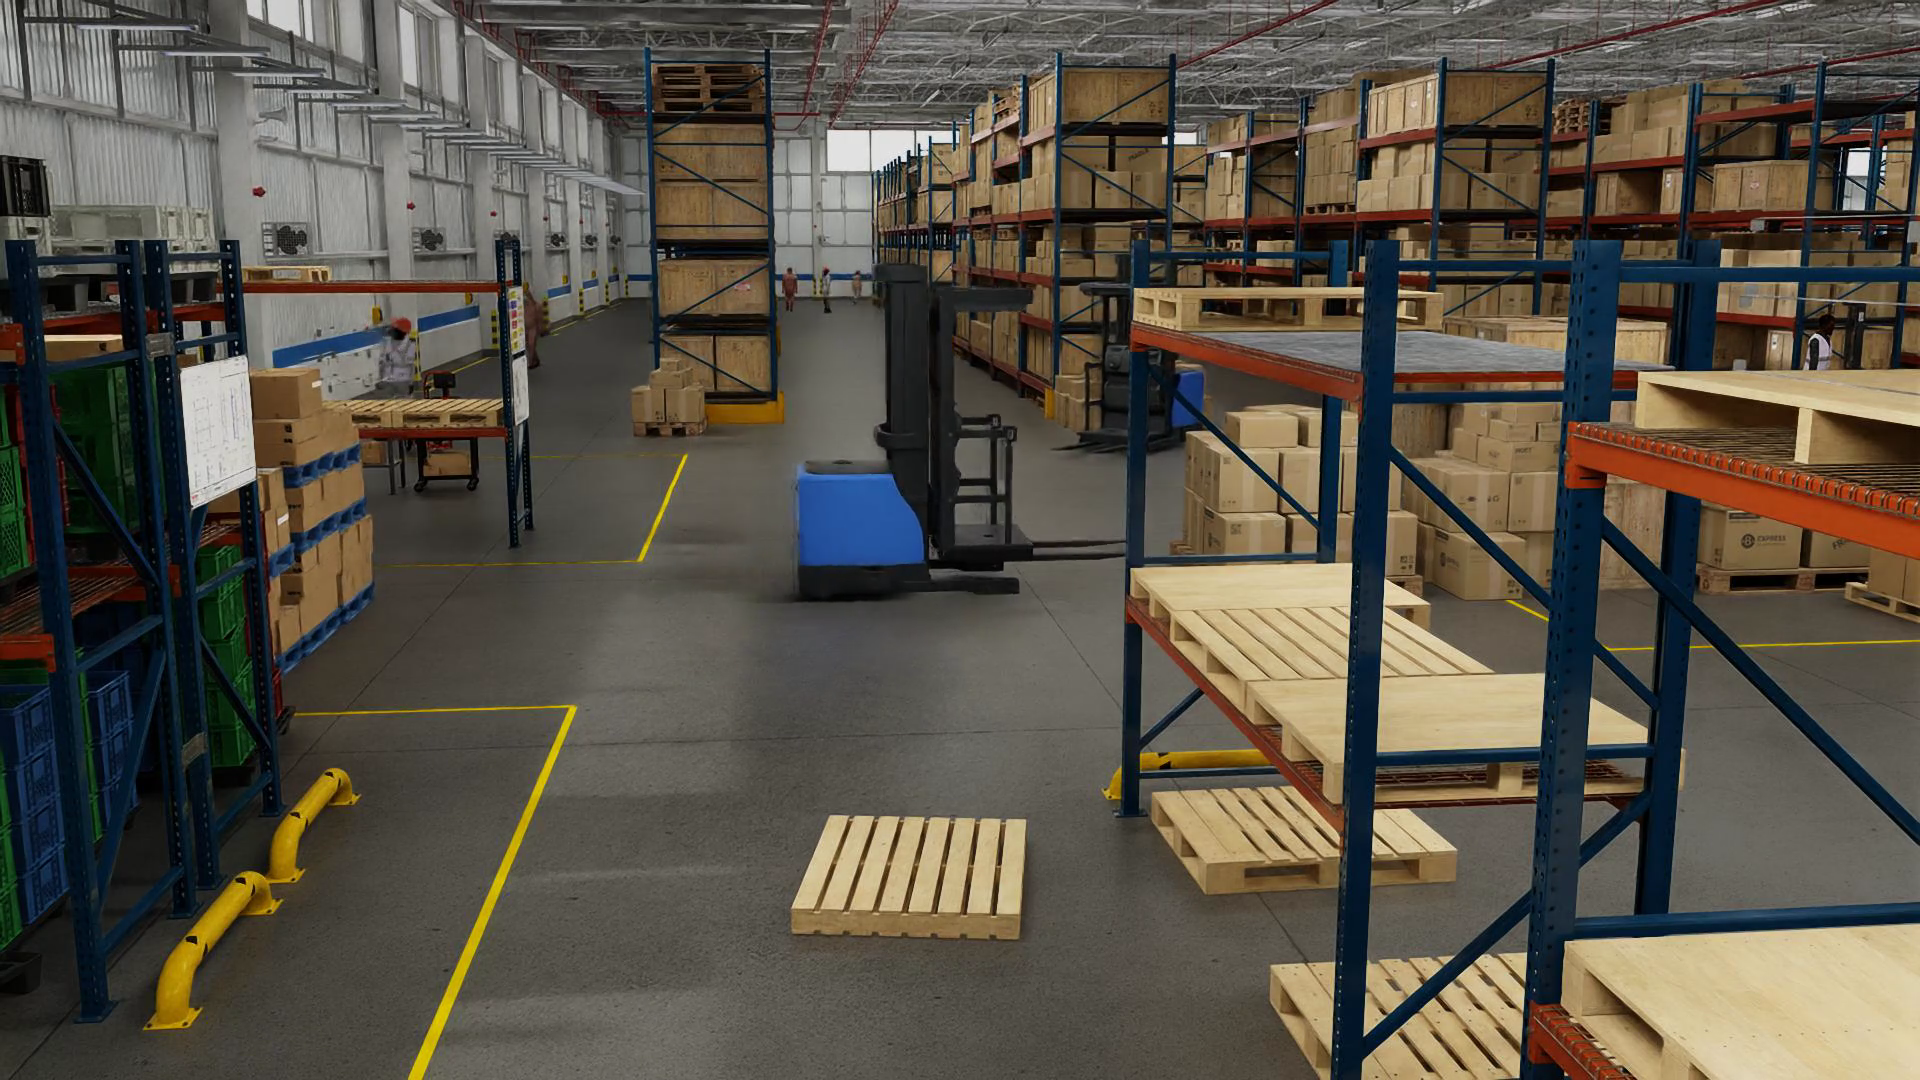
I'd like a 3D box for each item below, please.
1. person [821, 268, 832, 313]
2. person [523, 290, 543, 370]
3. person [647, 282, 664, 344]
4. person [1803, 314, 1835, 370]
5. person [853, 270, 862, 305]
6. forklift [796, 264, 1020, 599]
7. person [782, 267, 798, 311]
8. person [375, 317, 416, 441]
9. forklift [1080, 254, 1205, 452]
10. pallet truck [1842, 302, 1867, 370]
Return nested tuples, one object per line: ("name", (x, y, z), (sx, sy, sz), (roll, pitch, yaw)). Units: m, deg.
("person", (-5.541, -10.419, 69.435), (0.369, 1.894, 0.619), (-3, 11, -16))
("person", (-10.155, -4.994, 39.392), (0.640, 1.879, 0.857), (4, 11, 20))
("person", (-8.865, -6.640, 48.641), (0.671, 1.824, 0.583), (2, 10, 10))
("person", (13.141, -2.501, 25.493), (0.397, 1.911, 0.587), (10, 14, 44))
("person", (-4.838, -11.834, 77.963), (0.597, 1.623, 0.410), (9, 13, 40))
("forklift", (-0.482, -0.975, 14.336), (1.873, 2.768, 1.129), (-1, 10, -6))
("person", (-7.275, -10.714, 71.122), (0.672, 1.854, 1.007), (-1, 10, -6))
("person", (-8.530, -2.405, 25.048), (0.703, 1.888, 0.368), (1, 10, 4))
("forklift", (2.749, -2.797, 24.430), (1.129, 2.768, 1.873), (7, 13, 35))
("pallet truck", (15.846, -3.142, 28.793), (1.885, 1.965, 0.823), (2, 10, 12))
